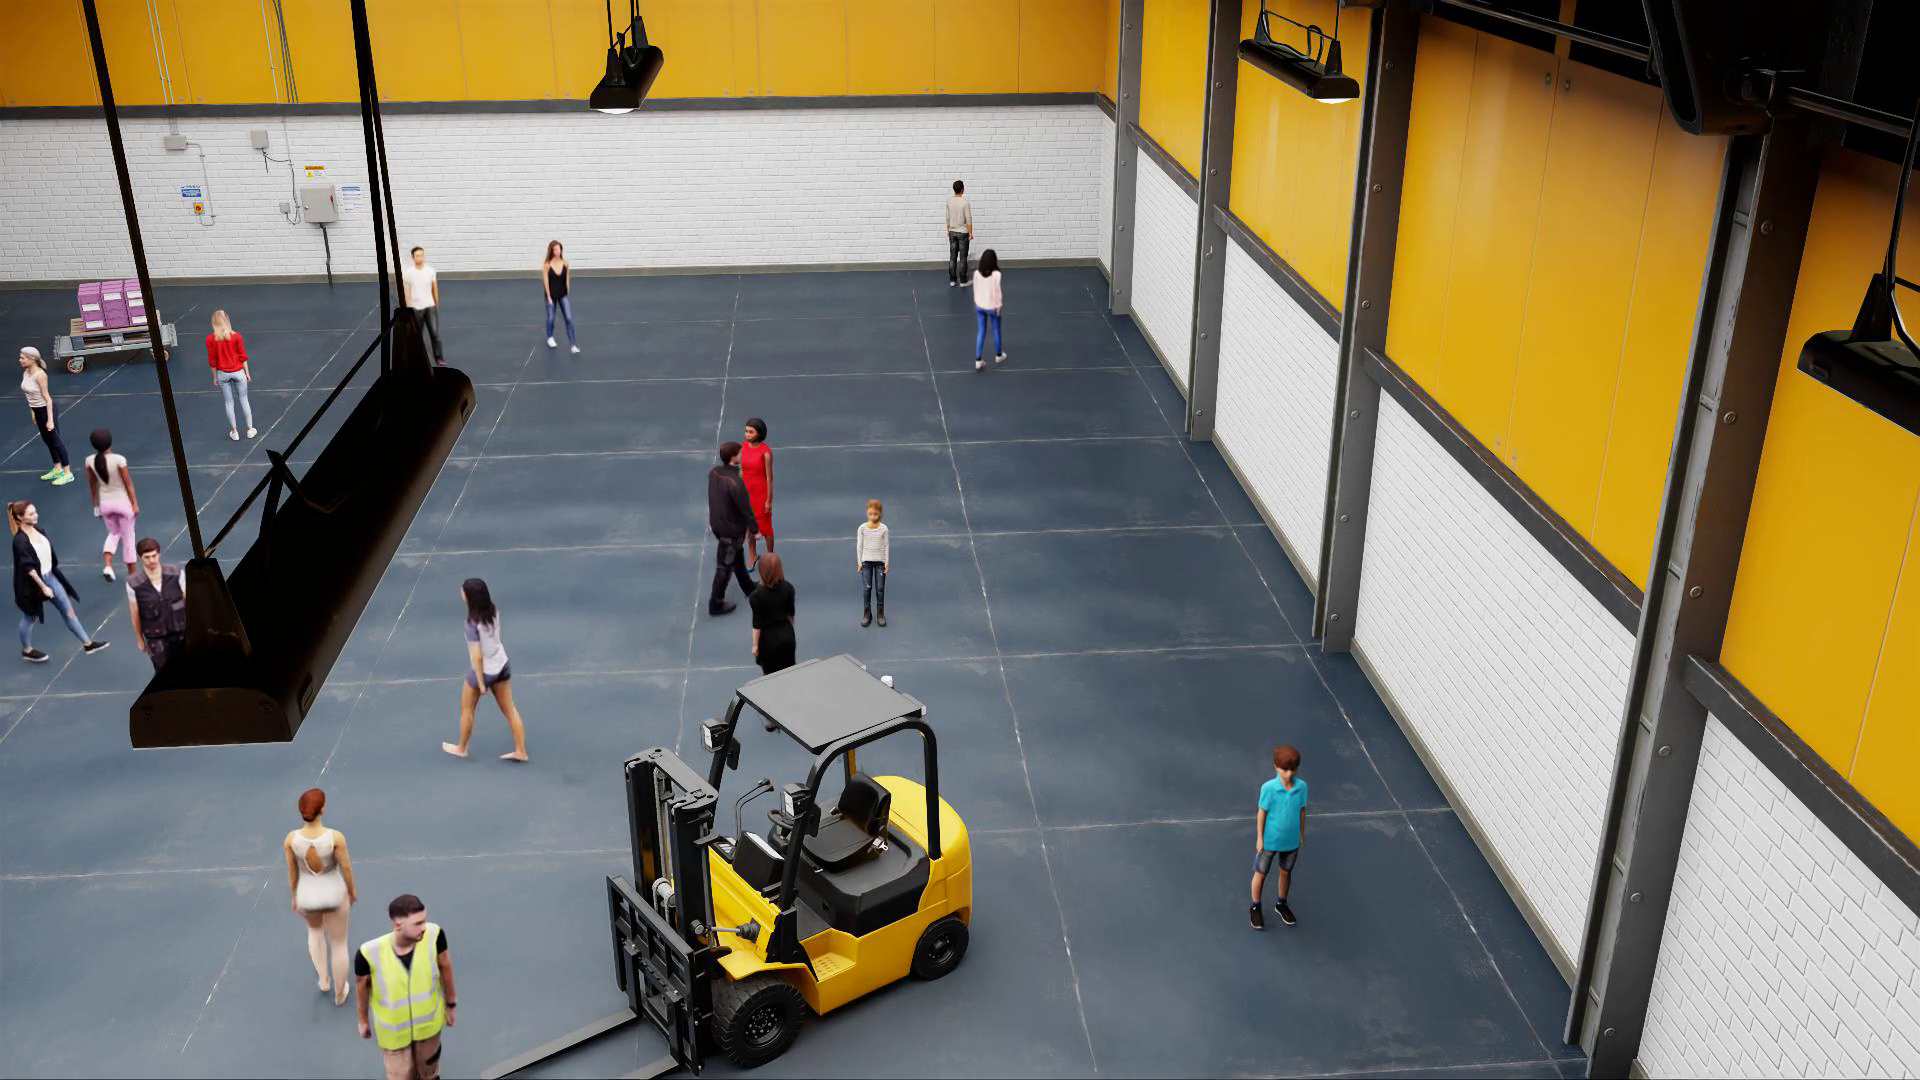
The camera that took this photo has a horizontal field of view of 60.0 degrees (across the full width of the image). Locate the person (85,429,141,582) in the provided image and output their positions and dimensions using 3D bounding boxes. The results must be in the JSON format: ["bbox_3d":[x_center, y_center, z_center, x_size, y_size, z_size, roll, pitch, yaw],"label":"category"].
[{"bbox_3d":[-8.816,-0.308,17.290,0.624,1.732,0.780,1,24,2],"label":"person"}]

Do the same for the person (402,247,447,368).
[{"bbox_3d":[-7.898,-3.408,24.347,0.932,1.760,1.206,-12,26,-25],"label":"person"}]

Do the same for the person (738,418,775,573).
[{"bbox_3d":[-2.145,-0.463,17.631,0.641,1.744,0.653,11,26,24],"label":"person"}]

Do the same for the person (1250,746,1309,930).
[{"bbox_3d":[2.317,2.129,12.068,0.532,1.448,0.504,-4,24,-9],"label":"person"}]

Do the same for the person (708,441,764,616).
[{"bbox_3d":[-2.401,-0.085,16.687,1.079,1.807,1.085,-16,28,-32],"label":"person"}]

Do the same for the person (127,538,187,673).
[{"bbox_3d":[-6.993,0.797,14.658,1.030,1.815,1.195,-17,29,-34],"label":"person"}]

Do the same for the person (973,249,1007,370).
[{"bbox_3d":[0.362,-3.334,24.205,0.975,1.739,1.104,12,26,26],"label":"person"}]

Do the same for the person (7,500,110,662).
[{"bbox_3d":[-8.812,0.425,15.724,0.817,1.643,1.034,2,24,5],"label":"person"}]

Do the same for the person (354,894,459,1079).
[{"bbox_3d":[-3.301,2.854,9.954,0.874,1.814,0.906,-12,27,-26],"label":"person"}]

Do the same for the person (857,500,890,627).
[{"bbox_3d":[-0.860,0.221,16.599,0.473,1.315,0.508,-1,24,-2],"label":"person"}]

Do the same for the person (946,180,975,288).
[{"bbox_3d":[-0.020,-5.259,28.516,0.730,1.812,0.744,13,27,26],"label":"person"}]

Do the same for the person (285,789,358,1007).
[{"bbox_3d":[-4.273,2.443,11.123,0.581,1.630,0.584,-4,24,-10],"label":"person"}]

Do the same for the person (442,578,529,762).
[{"bbox_3d":[-3.895,1.130,14.035,0.927,1.704,1.007,9,25,20],"label":"person"}]

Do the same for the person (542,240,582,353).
[{"bbox_3d":[-6.105,-3.663,25.030,0.889,1.680,1.152,-14,27,-29],"label":"person"}]

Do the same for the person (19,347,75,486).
[{"bbox_3d":[-11.050,-1.516,20.092,0.684,1.702,0.737,17,29,34],"label":"person"}]

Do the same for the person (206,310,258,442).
[{"bbox_3d":[-9.431,-2.132,21.499,0.680,1.703,0.624,-10,25,-21],"label":"person"}]

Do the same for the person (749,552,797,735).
[{"bbox_3d":[-1.612,0.900,14.561,0.661,1.704,0.664,-16,28,-32],"label":"person"}]
